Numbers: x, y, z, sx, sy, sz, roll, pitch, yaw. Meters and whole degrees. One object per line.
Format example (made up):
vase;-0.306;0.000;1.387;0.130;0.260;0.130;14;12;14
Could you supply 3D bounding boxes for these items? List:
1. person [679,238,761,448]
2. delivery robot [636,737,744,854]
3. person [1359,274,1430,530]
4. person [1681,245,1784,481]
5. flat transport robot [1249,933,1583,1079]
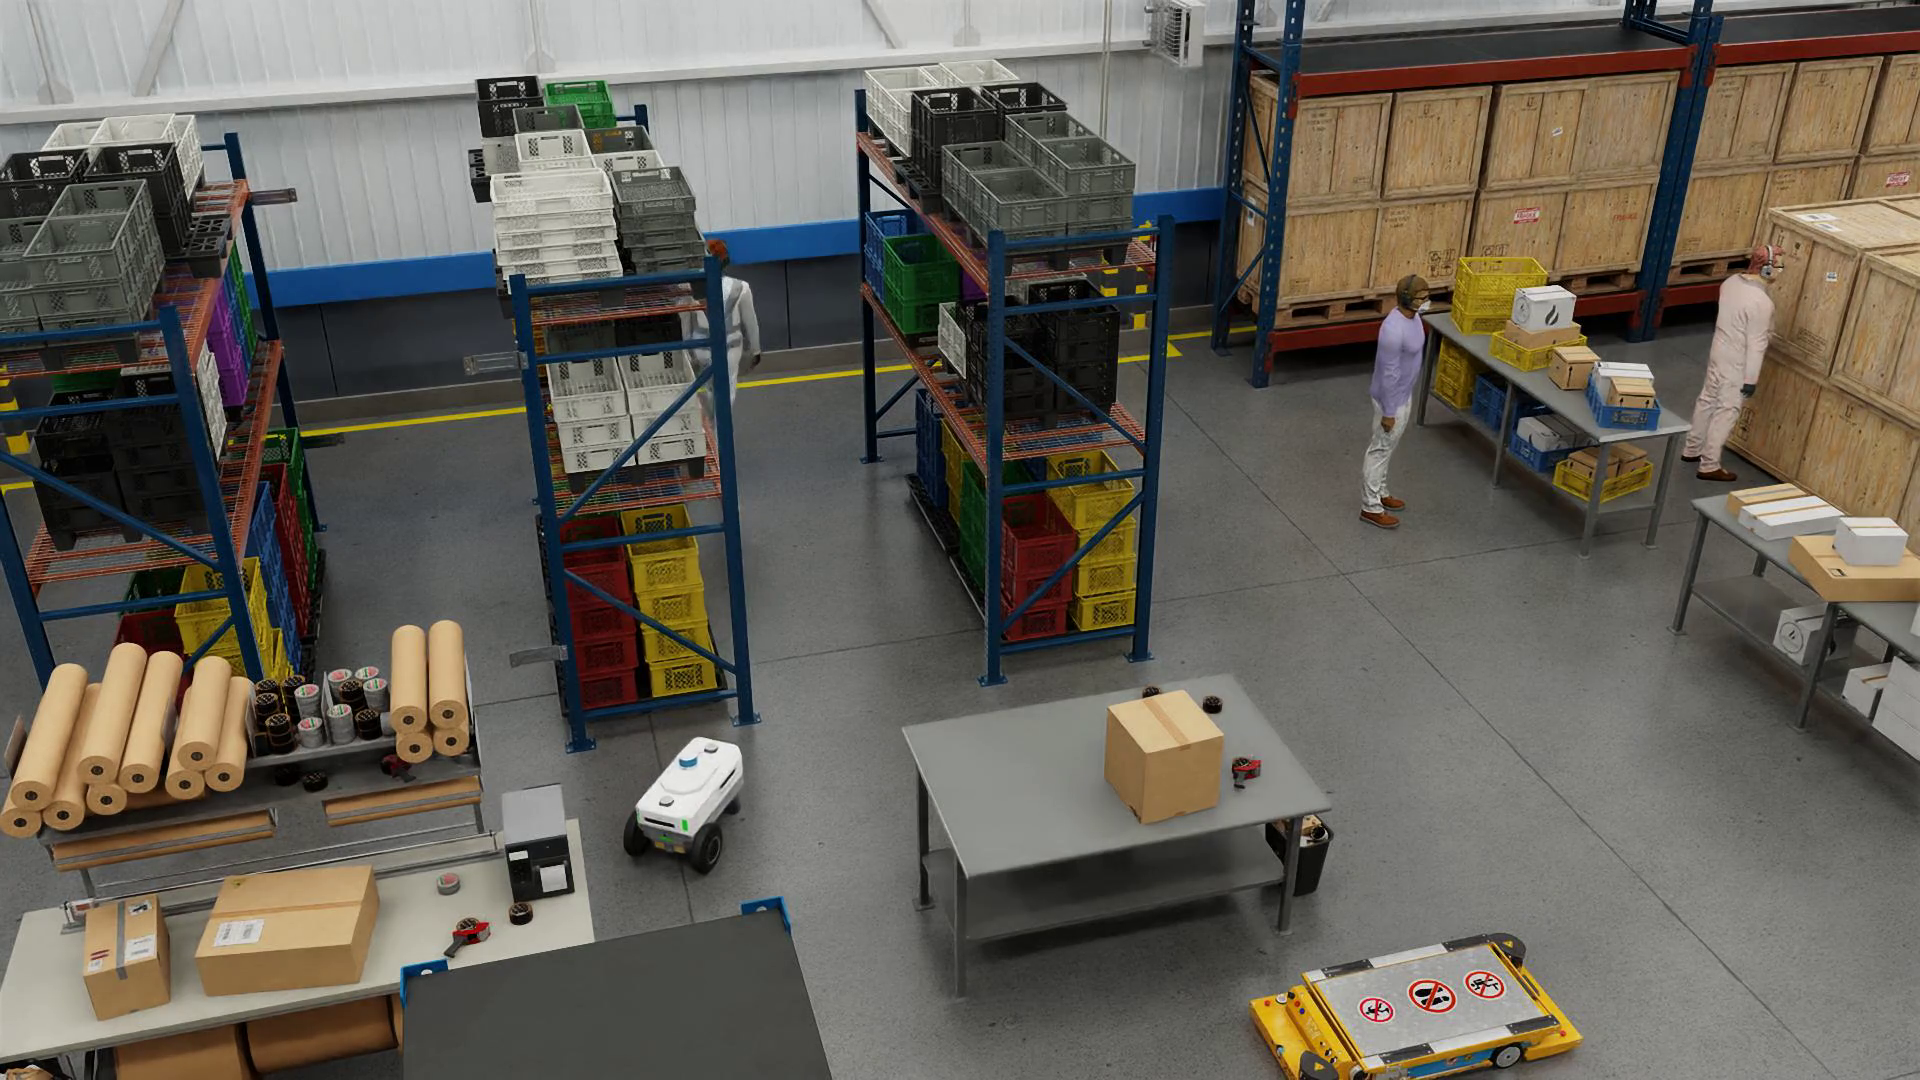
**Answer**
person;-1.887;-1.535;13.299;0.605;1.840;0.936;4;29;7
delivery robot;-1.492;1.385;9.226;0.477;0.478;0.707;10;30;18
person;3.223;-1.042;12.311;0.373;1.940;0.630;12;31;21
person;6.077;-1.385;12.983;0.397;1.899;0.645;0;29;-1
flat transport robot;2.184;2.282;7.980;1.431;0.197;0.652;-8;30;-14
